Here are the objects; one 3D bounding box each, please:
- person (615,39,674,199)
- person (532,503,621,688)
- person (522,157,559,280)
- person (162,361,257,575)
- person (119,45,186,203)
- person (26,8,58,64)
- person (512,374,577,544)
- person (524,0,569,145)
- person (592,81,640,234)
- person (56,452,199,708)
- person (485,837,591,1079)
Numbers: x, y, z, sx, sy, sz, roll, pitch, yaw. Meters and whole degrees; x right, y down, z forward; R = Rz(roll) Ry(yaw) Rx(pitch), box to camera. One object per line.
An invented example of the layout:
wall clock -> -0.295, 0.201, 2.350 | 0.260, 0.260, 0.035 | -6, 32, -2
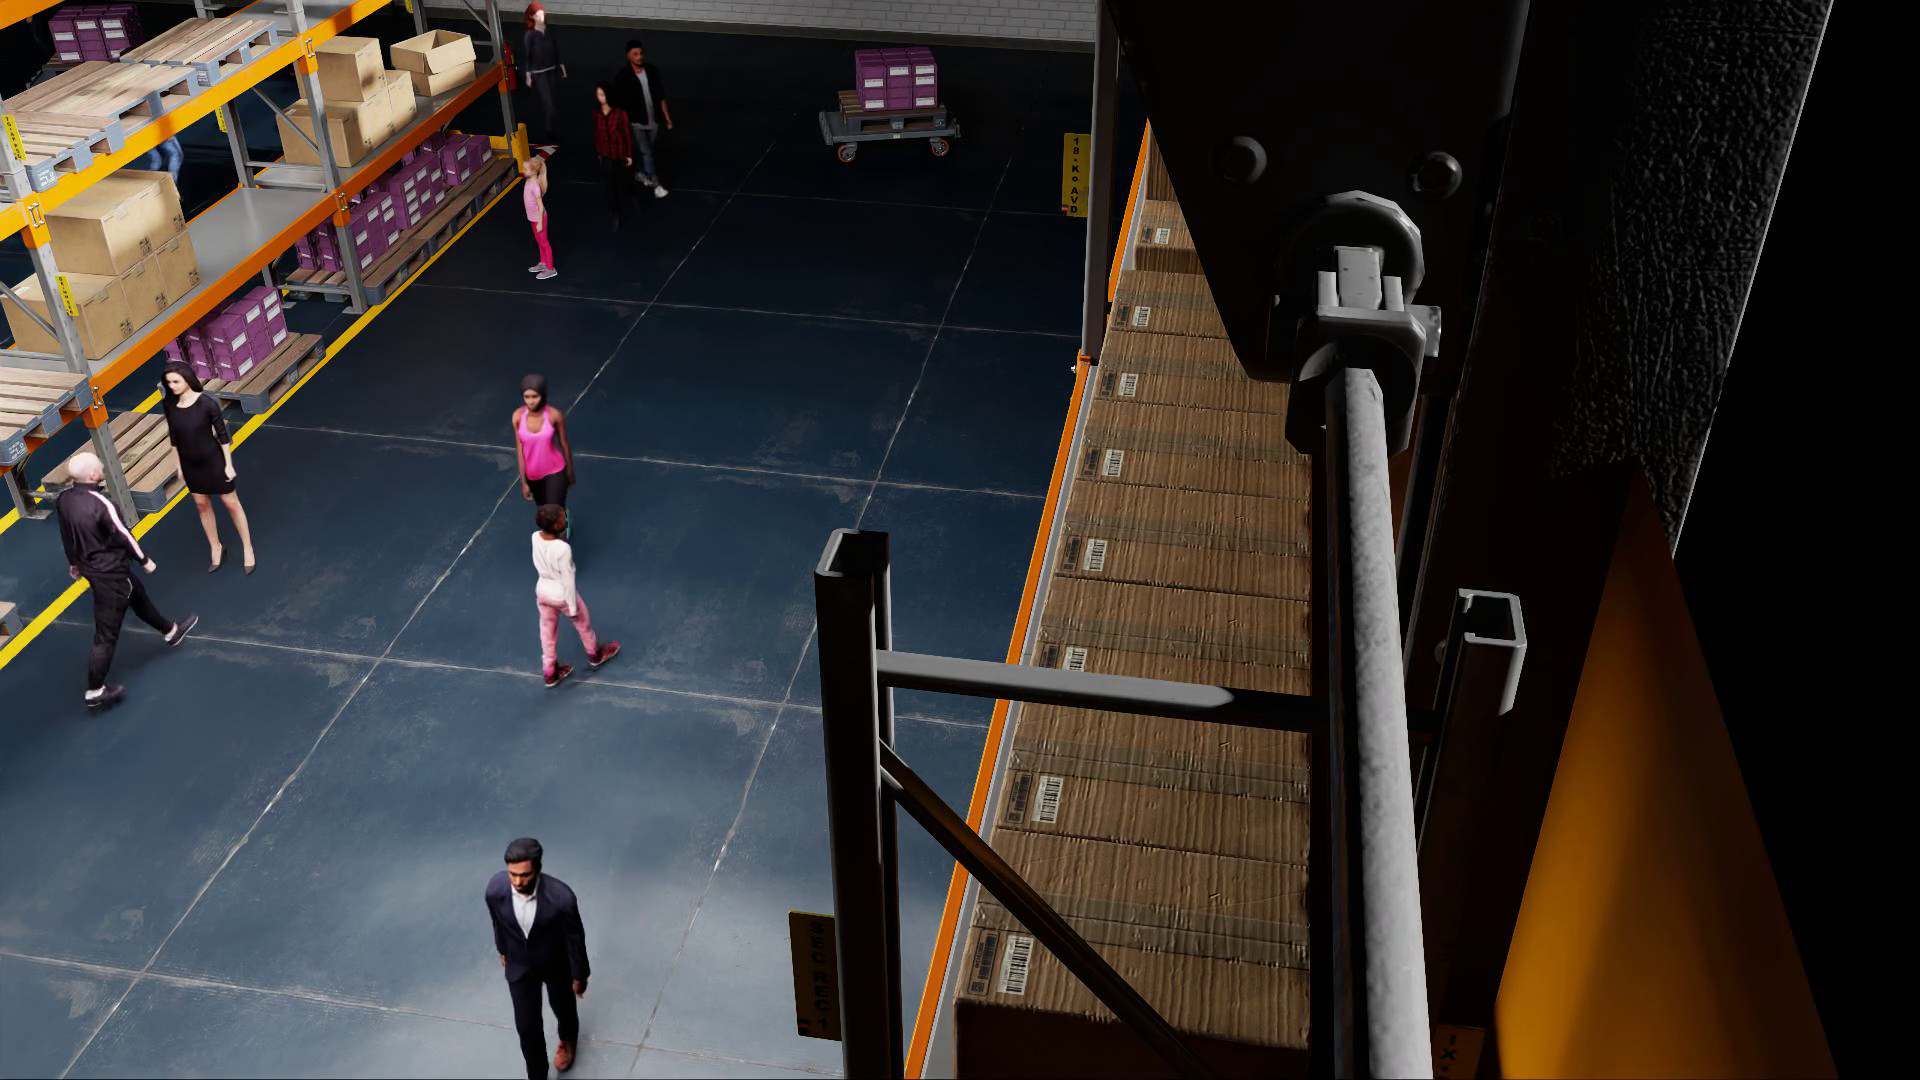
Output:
person -> -3.656, -4.842, 18.995 | 1.187, 1.769, 1.208 | -24, 41, -32
person -> -2.813, 0.395, 11.423 | 0.761, 1.428, 0.920 | 20, 38, 27
person -> -4.362, -3.346, 17.192 | 0.645, 1.271, 0.581 | -18, 38, -25
person -> -5.651, -0.543, 12.492 | 0.597, 1.807, 0.494 | 4, 34, 7
person -> -9.062, -4.585, 18.583 | 0.677, 1.795, 0.670 | 4, 34, 6
person -> -12.535, -7.223, 22.534 | 0.774, 1.815, 0.611 | -4, 34, -6
person -> -3.125, -0.530, 12.583 | 0.646, 1.684, 1.159 | 1, 34, 1
person -> -5.126, -5.661, 20.233 | 0.861, 1.761, 0.713 | 18, 38, 25
person -> -3.736, -4.222, 18.179 | 0.594, 1.638, 0.880 | 7, 34, 10
person -> -5.822, 0.315, 11.233 | 1.003, 1.771, 1.350 | 18, 38, 25
person -> -2.126, 2.115, 8.589 | 0.727, 1.700, 0.933 | 2, 34, 4
